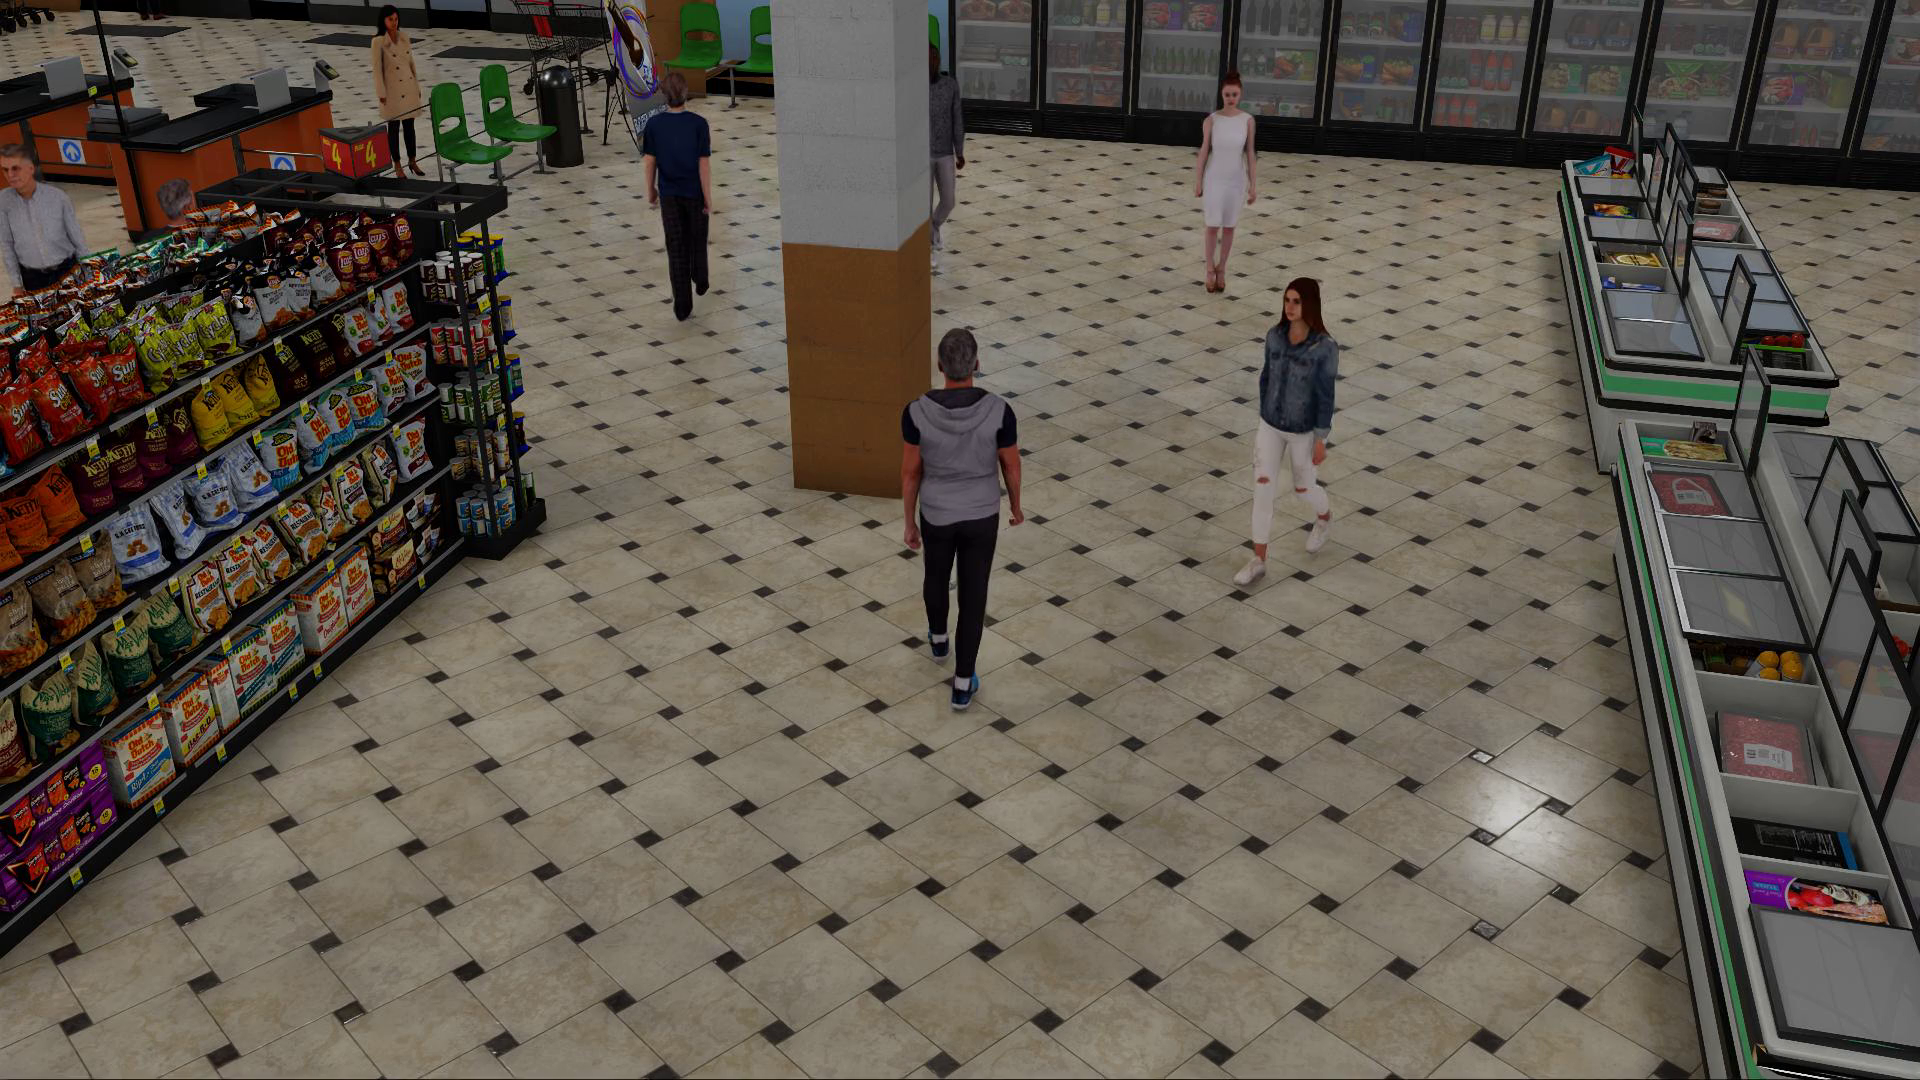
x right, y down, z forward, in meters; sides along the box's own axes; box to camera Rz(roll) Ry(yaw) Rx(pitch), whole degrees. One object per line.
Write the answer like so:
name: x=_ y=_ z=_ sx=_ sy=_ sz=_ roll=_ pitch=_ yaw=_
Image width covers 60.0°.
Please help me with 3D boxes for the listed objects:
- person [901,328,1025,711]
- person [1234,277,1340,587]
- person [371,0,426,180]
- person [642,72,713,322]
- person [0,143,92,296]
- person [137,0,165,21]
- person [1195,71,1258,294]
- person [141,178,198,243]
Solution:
person: x=-0.008 y=-0.044 z=7.693 sx=0.791 sy=1.799 sz=0.976 roll=4 pitch=27 yaw=7
person: x=1.827 y=-0.596 z=8.921 sx=0.928 sy=1.674 sz=1.169 roll=21 pitch=33 yaw=35
person: x=-5.579 y=-4.443 z=16.498 sx=0.773 sy=1.681 sz=0.615 roll=20 pitch=33 yaw=34
person: x=-2.108 y=-2.544 z=12.609 sx=0.954 sy=1.812 sz=1.307 roll=-2 pitch=27 yaw=-4
person: x=-6.067 y=-1.788 z=11.148 sx=1.045 sy=1.785 sz=1.231 roll=-8 pitch=28 yaw=-16
person: x=-12.190 y=-8.632 z=24.710 sx=0.705 sy=1.725 sz=0.670 roll=-3 pitch=27 yaw=-6
person: x=2.109 y=-2.831 z=13.212 sx=0.682 sy=1.778 sz=0.719 roll=0 pitch=27 yaw=0
person: x=-4.595 y=-1.285 z=10.097 sx=0.722 sy=1.839 sz=0.567 roll=6 pitch=28 yaw=12
